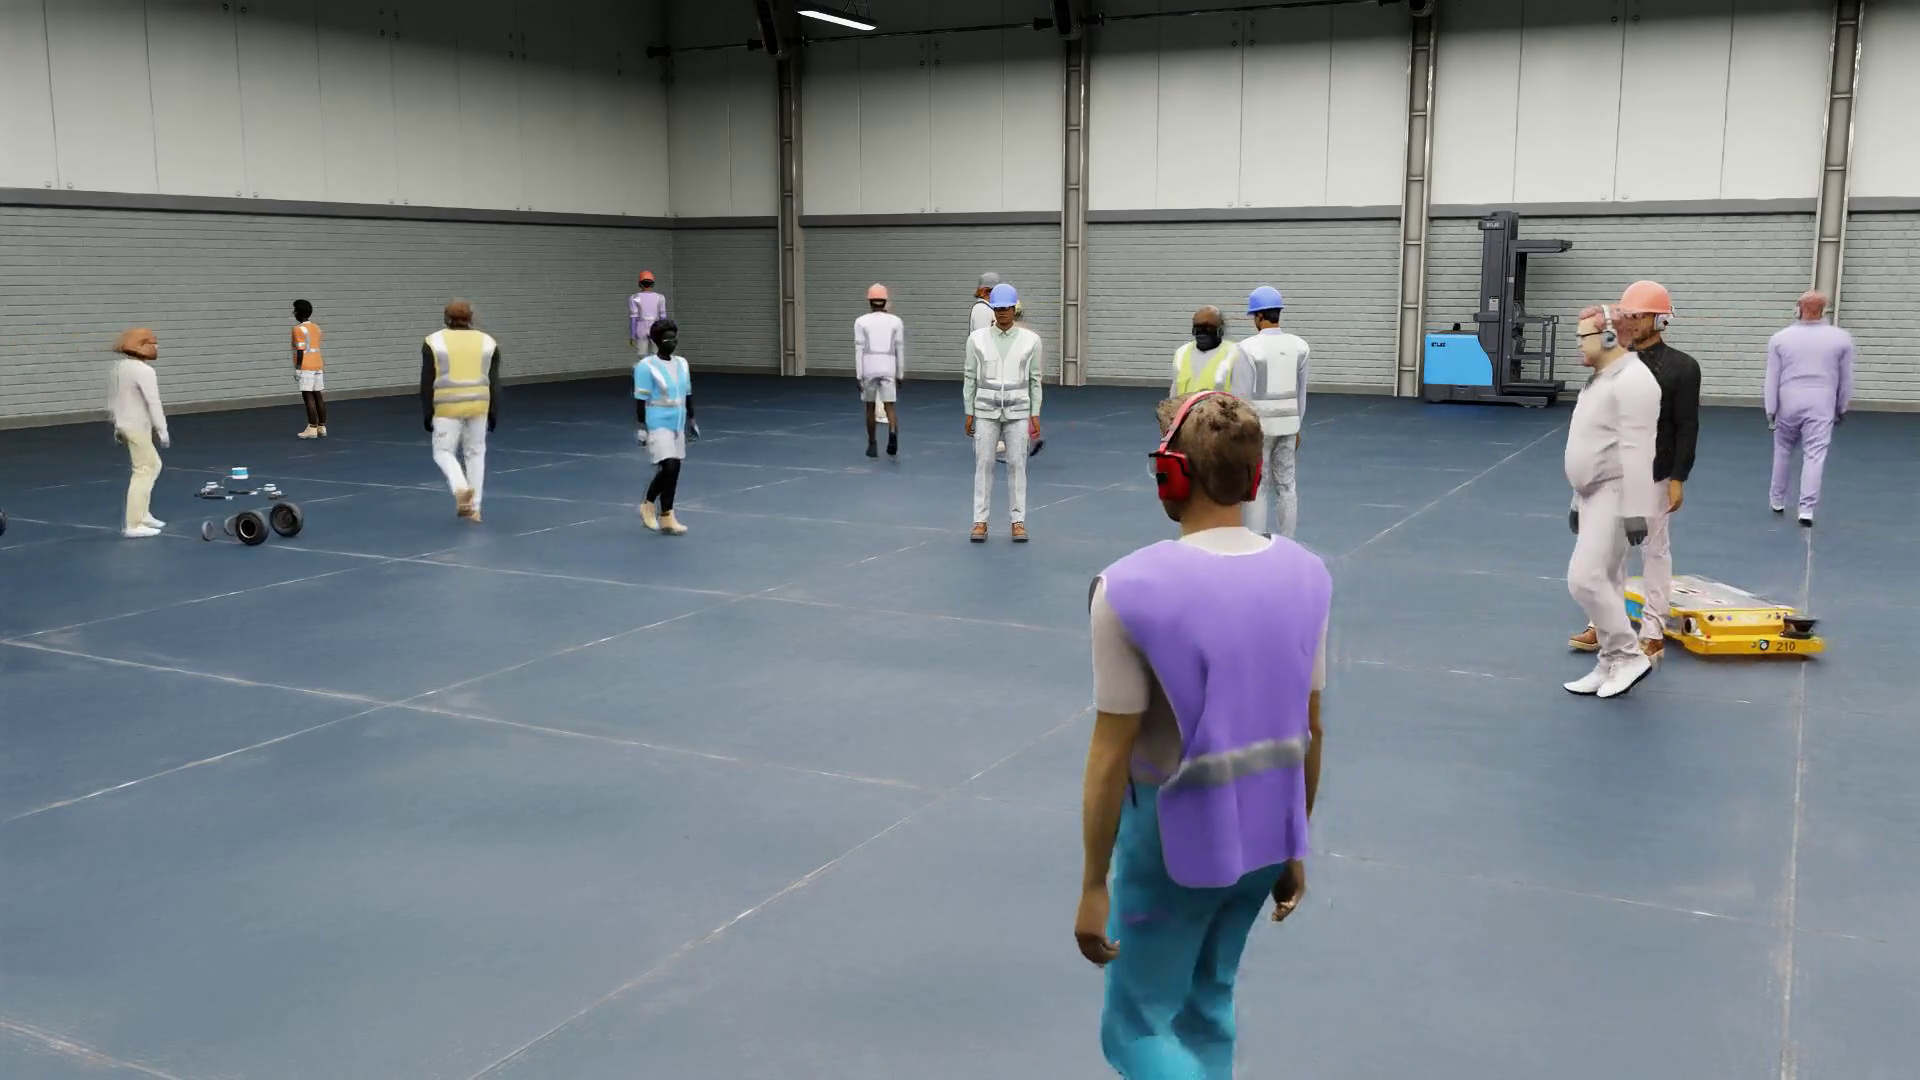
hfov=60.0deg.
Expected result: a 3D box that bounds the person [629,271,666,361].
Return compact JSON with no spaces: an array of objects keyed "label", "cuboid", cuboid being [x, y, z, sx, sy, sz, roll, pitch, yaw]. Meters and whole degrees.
[{"label":"person","cuboid":[-5.114,-3.374,27.221,0.608,2.044,0.377,-5,10,-26]}]

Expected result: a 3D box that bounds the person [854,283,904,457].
[{"label":"person","cuboid":[-0.872,-1.851,18.251,0.552,1.917,0.749,-2,9,-13]}]

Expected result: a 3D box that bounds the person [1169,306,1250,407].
[{"label":"person","cuboid":[1.728,-0.705,11.474,0.668,1.813,0.519,8,12,40]}]

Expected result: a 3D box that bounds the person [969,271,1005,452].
[{"label":"person","cuboid":[0.372,-2.025,19.038,0.538,2.000,0.684,0,9,1]}]

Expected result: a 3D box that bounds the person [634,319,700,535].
[{"label":"person","cuboid":[-2.268,-0.872,12.887,0.365,1.680,0.538,5,11,29]}]

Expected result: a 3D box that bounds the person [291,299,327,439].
[{"label":"person","cuboid":[-8.014,-2.100,20.429,0.317,1.695,0.540,1,9,6]}]

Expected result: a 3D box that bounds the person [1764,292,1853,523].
[{"label":"person","cuboid":[6.974,-1.097,13.714,0.638,1.862,0.996,5,10,26]}]

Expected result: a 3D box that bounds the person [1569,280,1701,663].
[{"label":"person","cuboid":[3.574,-0.365,8.802,0.381,1.996,0.608,-6,11,-32]}]

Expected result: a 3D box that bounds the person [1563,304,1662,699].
[{"label":"person","cuboid":[3.092,-0.179,7.991,0.416,1.888,0.654,1,9,6]}]

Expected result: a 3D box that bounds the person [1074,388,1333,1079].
[{"label":"person","cuboid":[0.500,0.621,3.245,0.580,1.824,0.630,-6,11,-33]}]

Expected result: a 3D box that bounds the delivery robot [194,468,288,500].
[{"label":"delivery robot","cuboid":[-5.510,-0.438,12.730,0.698,0.223,0.335,2,10,13]}]

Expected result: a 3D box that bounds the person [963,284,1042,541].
[{"label":"person","cuboid":[0.323,-0.967,12.661,0.602,1.949,0.389,0,9,2]}]

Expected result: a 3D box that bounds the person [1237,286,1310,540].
[{"label":"person","cuboid":[2.116,-0.769,11.455,0.603,1.945,0.390,-5,10,-27]}]

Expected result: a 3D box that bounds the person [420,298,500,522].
[{"label":"person","cuboid":[-4.031,-1.041,13.499,0.635,1.831,0.565,-6,11,-32]}]

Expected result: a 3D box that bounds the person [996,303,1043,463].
[{"label":"person","cuboid":[0.582,-1.694,17.780,0.438,1.748,0.523,5,11,30]}]

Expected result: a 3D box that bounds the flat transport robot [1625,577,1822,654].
[{"label":"flat transport robot","cuboid":[4.202,0.402,9.514,0.652,0.197,1.431,-1,9,-5]}]

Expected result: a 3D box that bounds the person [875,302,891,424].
[{"label":"person","cuboid":[-1.056,-2.390,22.394,0.310,1.639,0.514,-3,10,-15]}]

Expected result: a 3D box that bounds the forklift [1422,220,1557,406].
[{"label":"forklift","cuboid":[8.245,-3.527,25.720,1.873,2.768,1.129,5,10,27]}]

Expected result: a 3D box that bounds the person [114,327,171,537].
[{"label":"person","cuboid":[-6.338,-0.843,12.914,0.545,1.612,0.464,8,12,40]}]
